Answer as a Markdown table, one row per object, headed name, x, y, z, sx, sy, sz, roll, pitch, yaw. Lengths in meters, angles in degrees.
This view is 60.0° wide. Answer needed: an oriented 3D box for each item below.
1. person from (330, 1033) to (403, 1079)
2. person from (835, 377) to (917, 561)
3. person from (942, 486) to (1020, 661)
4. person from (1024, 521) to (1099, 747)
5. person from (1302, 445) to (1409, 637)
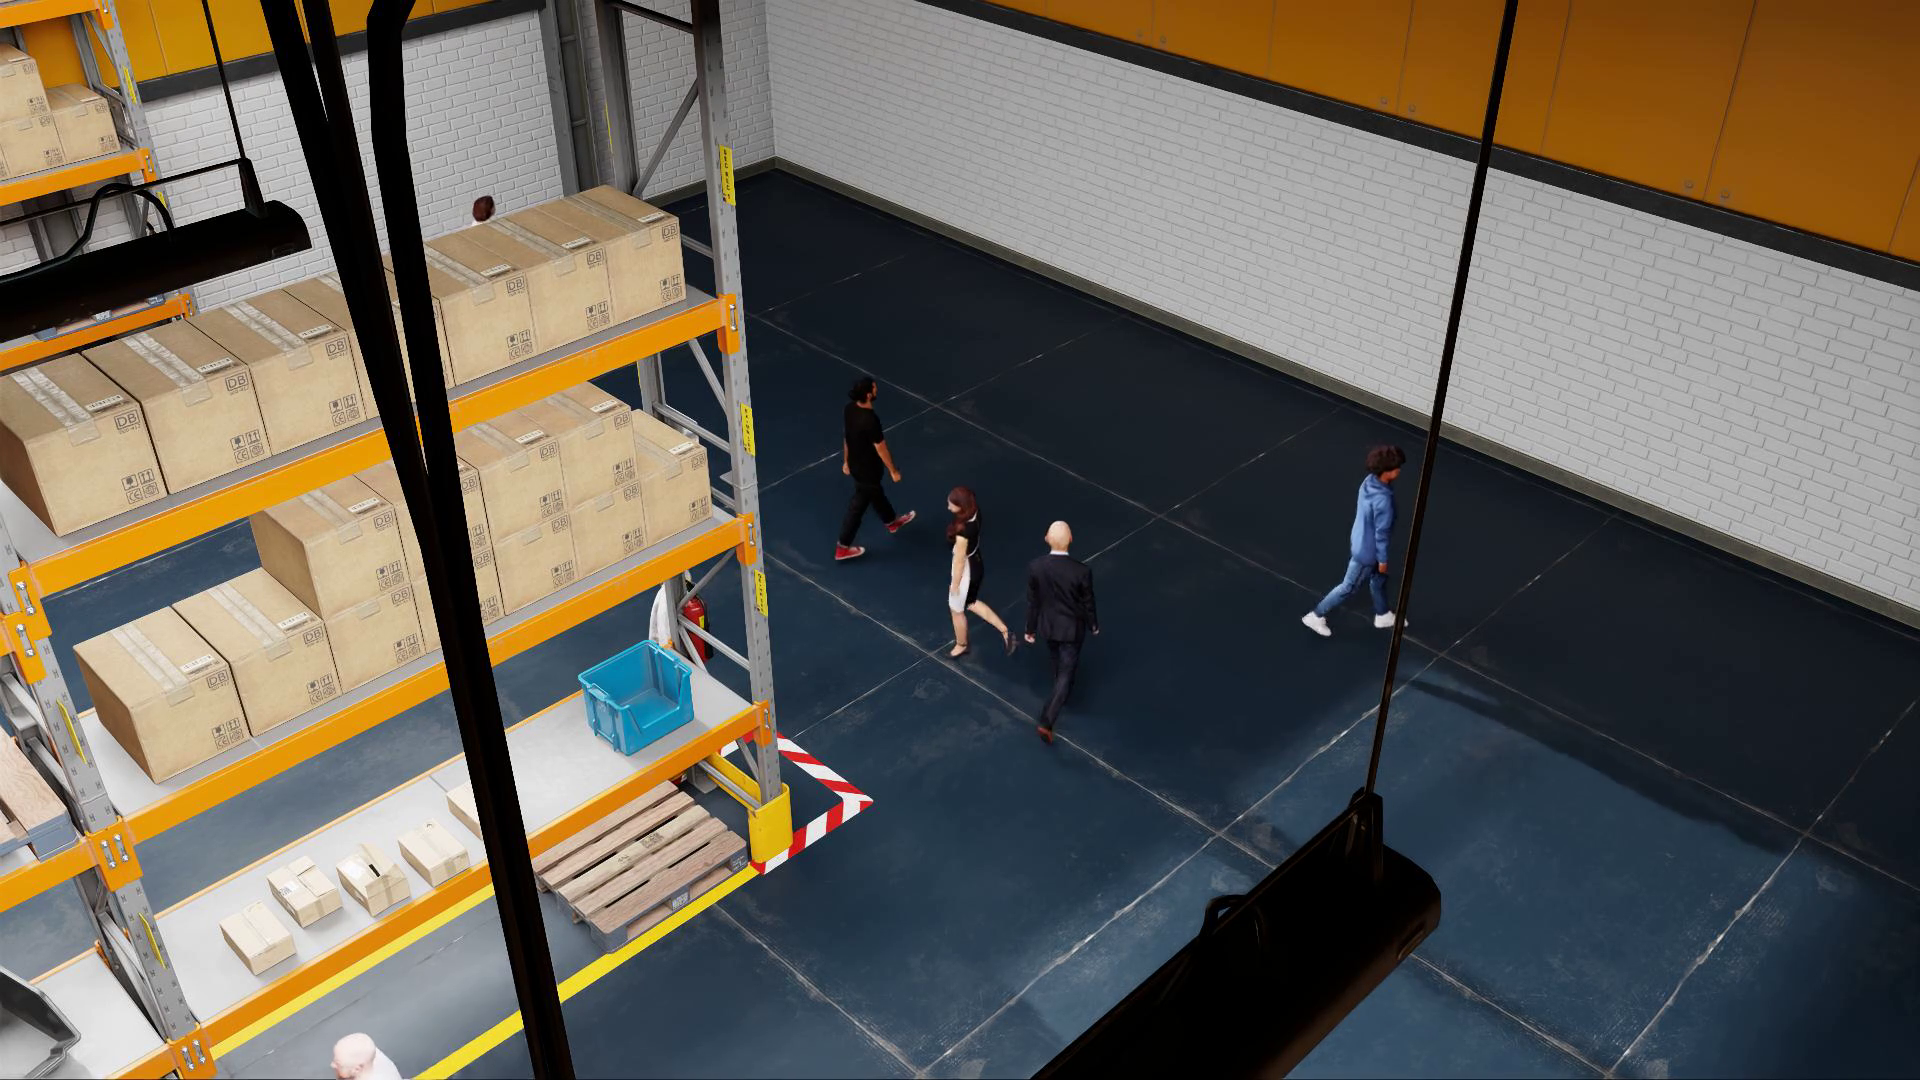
| name | x | y | z | sx | sy | sz | roll | pitch | yaw |
| --- | --- | --- | --- | --- | --- | --- | --- | --- | --- |
| person | -2.880 | 3.207 | 8.771 | 1.303 | 1.783 | 0.978 | -13 | 36 | -19 |
| person | -0.902 | -0.579 | 14.531 | 1.191 | 1.712 | 0.839 | -18 | 38 | -25 |
| person | 0.131 | 0.322 | 13.132 | 0.932 | 1.762 | 0.954 | 11 | 35 | 17 |
| person | 0.735 | 0.713 | 12.537 | 0.983 | 1.769 | 1.270 | 14 | 36 | 20 |
| person | 3.253 | 0.040 | 13.537 | 1.216 | 1.782 | 1.172 | 1 | 34 | 2 |
